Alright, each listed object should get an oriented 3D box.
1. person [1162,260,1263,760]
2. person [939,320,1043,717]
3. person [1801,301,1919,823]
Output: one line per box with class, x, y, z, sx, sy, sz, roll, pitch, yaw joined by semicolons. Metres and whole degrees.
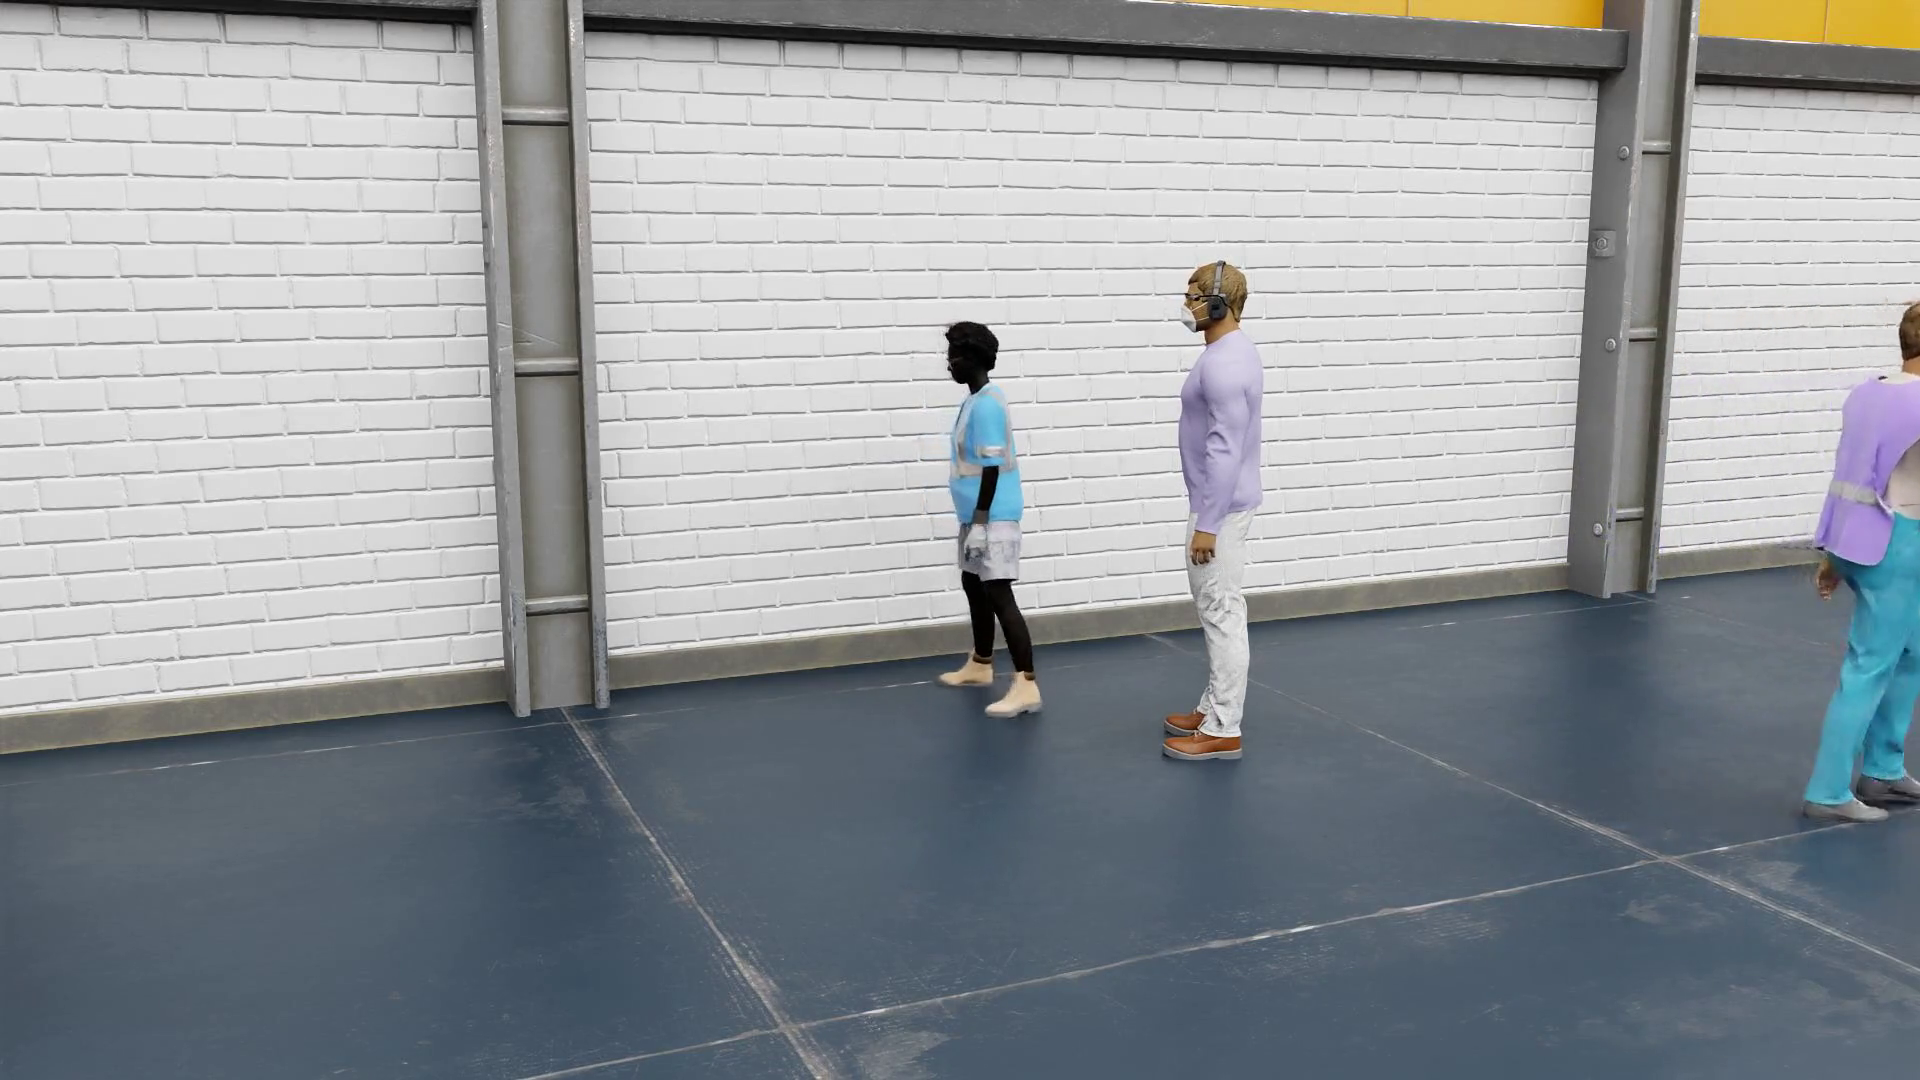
person;0.993;-0.111;6.496;0.372;1.940;0.631;2;10;10
person;0.120;-0.107;7.222;0.369;1.684;0.569;-1;10;-6
person;3.268;0.094;5.697;0.710;1.819;0.578;0;10;2
